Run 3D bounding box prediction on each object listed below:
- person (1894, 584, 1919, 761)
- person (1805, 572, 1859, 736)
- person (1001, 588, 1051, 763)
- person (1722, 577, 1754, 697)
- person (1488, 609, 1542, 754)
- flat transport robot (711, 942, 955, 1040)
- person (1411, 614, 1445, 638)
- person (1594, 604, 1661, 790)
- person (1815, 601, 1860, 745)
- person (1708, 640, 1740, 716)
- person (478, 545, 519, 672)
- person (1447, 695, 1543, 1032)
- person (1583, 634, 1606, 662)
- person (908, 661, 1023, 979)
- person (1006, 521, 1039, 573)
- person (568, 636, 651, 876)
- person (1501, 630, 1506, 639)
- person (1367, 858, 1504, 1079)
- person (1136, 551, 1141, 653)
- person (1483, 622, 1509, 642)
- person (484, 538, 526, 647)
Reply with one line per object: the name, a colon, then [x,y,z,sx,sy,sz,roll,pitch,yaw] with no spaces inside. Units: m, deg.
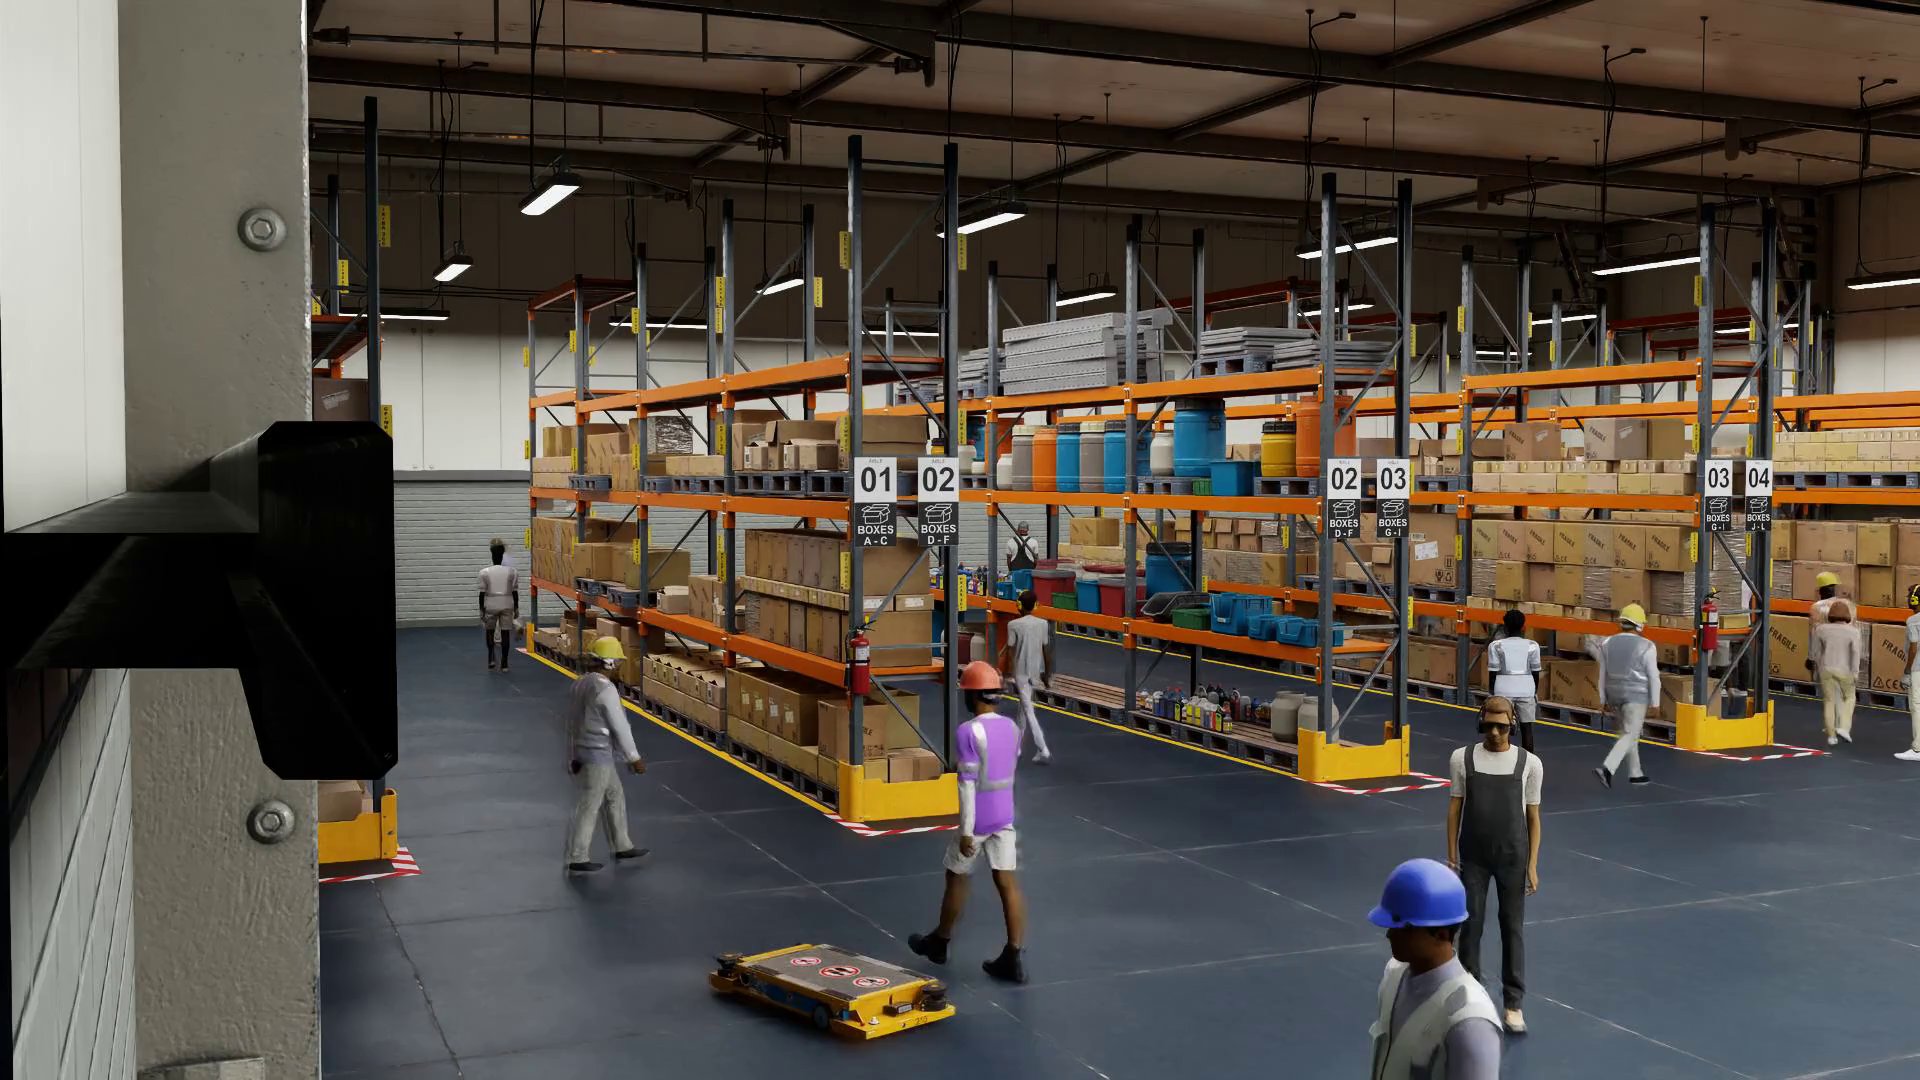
person: [10.208,1.405,19.102,0.516,1.872,0.327,-1,3,-34]
person: [10.159,1.321,20.912,0.585,1.902,0.546,-1,2,-20]
person: [0.709,1.430,19.076,0.536,1.832,0.951,-1,3,-32]
person: [10.566,1.178,24.426,0.596,1.916,0.382,-1,2,-28]
person: [5.513,1.539,17.840,0.532,1.696,0.319,0,2,3]
flat transport robot: [-0.749,2.552,10.270,0.652,0.197,1.431,-2,3,-43]
person: [7.039,1.226,27.029,0.553,1.610,0.497,-1,2,-15]
person: [6.409,1.516,17.271,0.852,1.801,0.591,-1,3,-34]
person: [9.848,1.489,20.094,0.492,1.613,0.385,2,3,42]
person: [9.363,1.210,22.185,0.631,2.028,0.634,0,2,-6]
person: [-7.095,1.044,27.572,0.622,1.947,0.533,-1,2,-17]
person: [2.948,1.771,9.898,0.508,1.845,0.345,1,2,20]
person: [9.184,1.153,25.654,0.592,1.868,0.599,-1,2,-20]
person: [0.070,1.697,11.048,0.918,1.896,0.575,2,3,44]
person: [1.327,0.633,37.584,0.682,2.000,0.537,0,2,10]
person: [-2.662,1.644,13.748,0.822,1.795,0.599,-1,2,-26]
person: [8.107,1.083,26.470,0.604,1.949,0.389,2,3,38]
person: [1.468,1.902,5.387,0.610,1.926,0.622,0,2,-8]
person: [2.919,1.052,29.813,0.552,1.738,0.713,-1,2,-21]
person: [7.636,1.092,25.251,0.649,2.021,0.501,-1,2,-20]
person: [-7.971,0.911,31.334,0.623,1.920,0.636,0,2,-7]
